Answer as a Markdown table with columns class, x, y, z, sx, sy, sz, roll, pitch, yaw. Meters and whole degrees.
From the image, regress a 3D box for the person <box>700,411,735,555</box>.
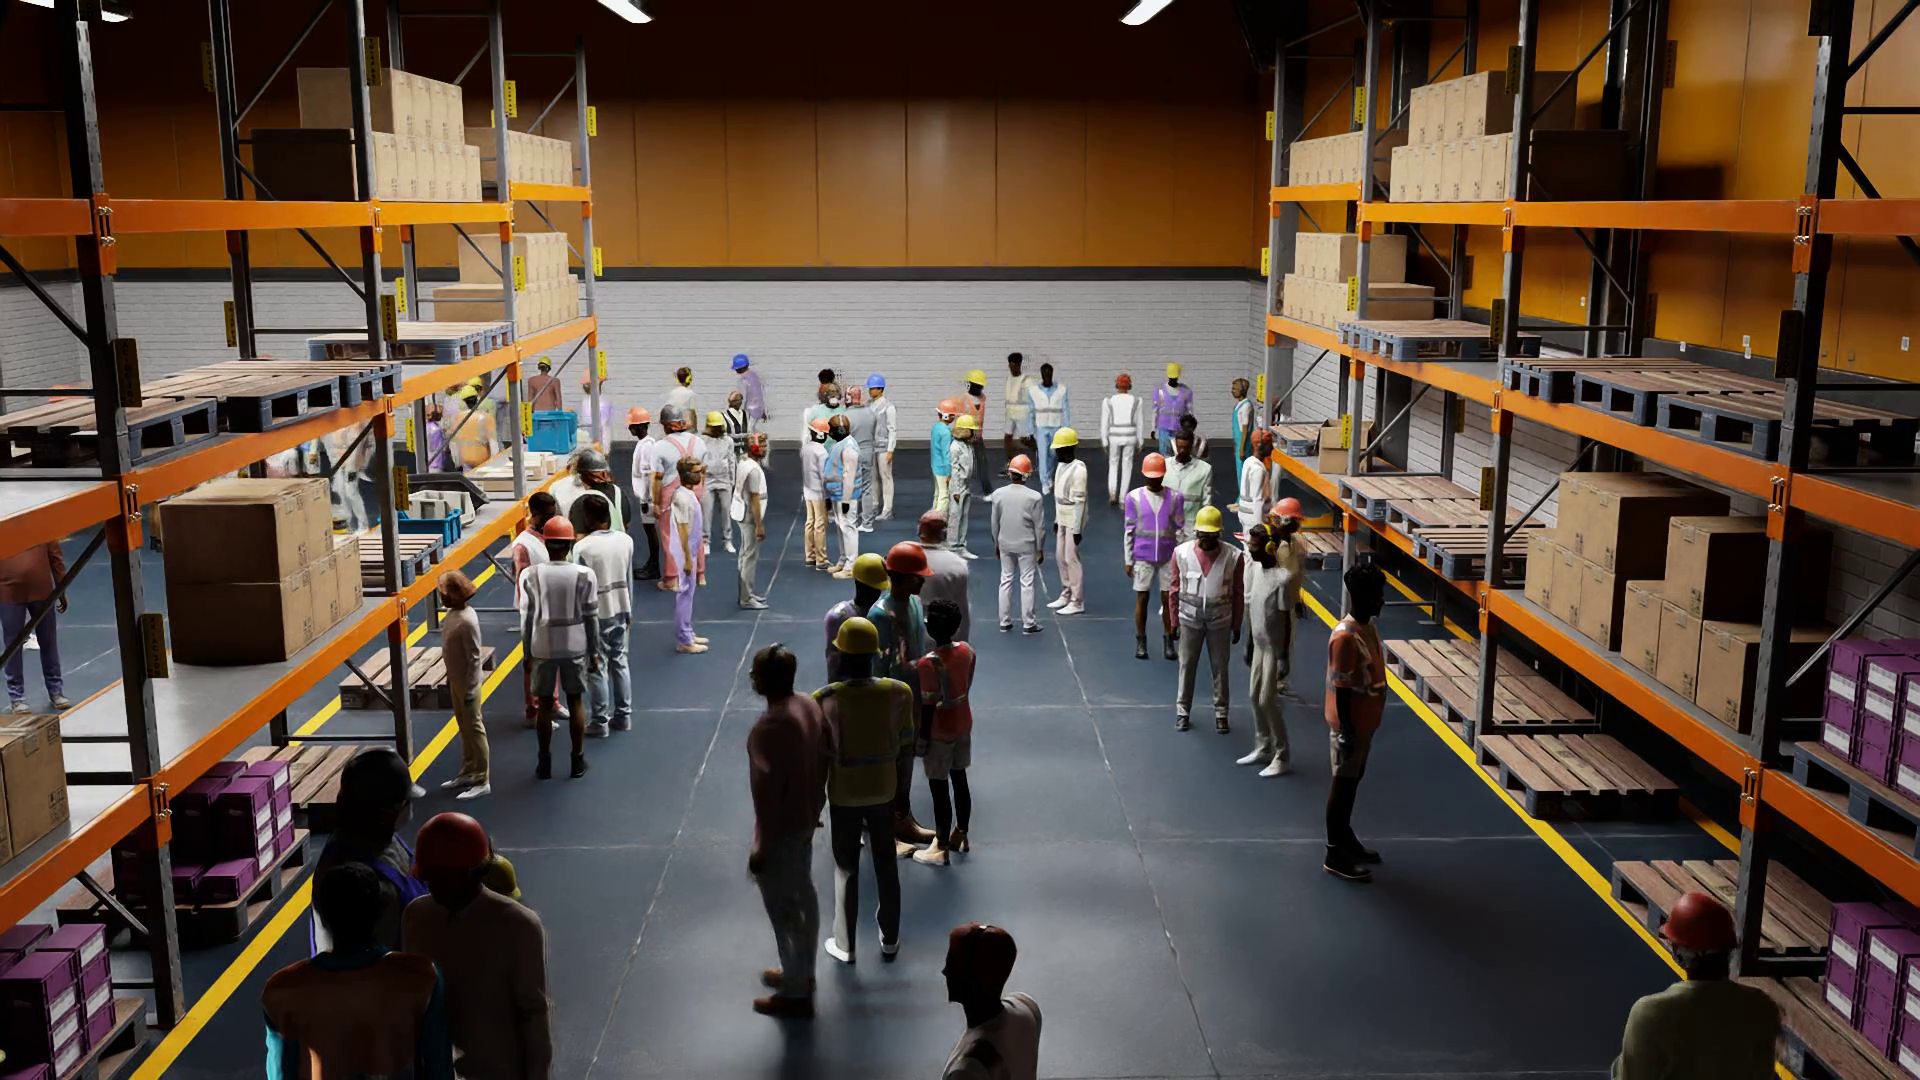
| class | x | y | z | sx | sy | sz | roll | pitch | yaw |
| --- | --- | --- | --- | --- | --- | --- | --- | --- | --- |
| person | -2.912 | -0.681 | 19.838 | 0.484 | 1.733 | 0.355 | -5 | 12 | -24 |

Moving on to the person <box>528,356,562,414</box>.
| class | x | y | z | sx | sy | sz | roll | pitch | yaw |
| --- | --- | --- | --- | --- | --- | --- | --- | --- | --- |
| person | -6.672 | -2.079 | 26.782 | 0.532 | 1.755 | 0.342 | -1 | 11 | -4 |

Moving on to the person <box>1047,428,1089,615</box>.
| class | x | y | z | sx | sy | sz | roll | pitch | yaw |
| --- | --- | --- | --- | --- | --- | --- | --- | --- | --- |
| person | 1.102 | -0.195 | 16.927 | 0.404 | 1.916 | 0.595 | -3 | 12 | -15 |

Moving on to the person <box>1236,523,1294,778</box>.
| class | x | y | z | sx | sy | sz | roll | pitch | yaw |
| --- | --- | --- | --- | --- | --- | --- | --- | --- | --- |
| person | 2.249 | 0.795 | 12.127 | 0.343 | 1.854 | 0.541 | -4 | 12 | -18 |

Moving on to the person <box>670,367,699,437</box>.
| class | x | y | z | sx | sy | sz | roll | pitch | yaw |
| --- | --- | --- | --- | --- | --- | --- | --- | --- | --- |
| person | -3.925 | -1.566 | 23.948 | 0.559 | 1.856 | 0.389 | 8 | 14 | 34 |

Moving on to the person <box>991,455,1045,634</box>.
| class | x | y | z | sx | sy | sz | roll | pitch | yaw |
| --- | --- | --- | --- | --- | --- | --- | --- | --- | --- |
| person | 0.577 | 0.041 | 16.146 | 0.565 | 1.751 | 0.330 | 6 | 13 | 26 |

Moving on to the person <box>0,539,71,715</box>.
| class | x | y | z | sx | sy | sz | roll | pitch | yaw |
| --- | --- | --- | --- | --- | --- | --- | --- | --- | --- |
| person | -7.613 | 0.444 | 13.553 | 0.614 | 1.987 | 0.408 | -10 | 15 | -42 |

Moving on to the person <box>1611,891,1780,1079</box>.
| class | x | y | z | sx | sy | sz | roll | pitch | yaw |
| --- | --- | --- | --- | --- | --- | --- | --- | --- | --- |
| person | 2.560 | 2.085 | 5.933 | 0.566 | 1.736 | 0.373 | -4 | 12 | -19 |

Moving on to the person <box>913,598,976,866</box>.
| class | x | y | z | sx | sy | sz | roll | pitch | yaw |
| --- | --- | --- | --- | --- | --- | --- | --- | --- | --- |
| person | -0.101 | 1.198 | 10.483 | 0.318 | 1.700 | 0.535 | 7 | 13 | 31 |

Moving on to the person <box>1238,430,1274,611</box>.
| class | x | y | z | sx | sy | sz | roll | pitch | yaw |
| --- | --- | --- | --- | --- | --- | --- | --- | --- | --- |
| person | 3.031 | -0.198 | 17.055 | 0.345 | 1.878 | 0.578 | 1 | 11 | 3 |

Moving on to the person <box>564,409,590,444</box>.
| class | x | y | z | sx | sy | sz | roll | pitch | yaw |
| --- | --- | --- | --- | --- | --- | --- | --- | --- | --- |
| person | -4.869 | -0.830 | 20.840 | 0.512 | 1.630 | 0.287 | -6 | 13 | -27 |

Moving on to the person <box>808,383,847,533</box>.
| class | x | y | z | sx | sy | sz | roll | pitch | yaw |
| --- | --- | --- | --- | --- | --- | --- | --- | --- | --- |
| person | -1.615 | -1.040 | 21.138 | 0.631 | 1.932 | 0.372 | -2 | 12 | -11 |

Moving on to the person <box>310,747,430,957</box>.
| class | x | y | z | sx | sy | sz | roll | pitch | yaw |
| --- | --- | --- | --- | --- | --- | --- | --- | --- | --- |
| person | -2.284 | 1.792 | 6.646 | 0.535 | 2.000 | 0.683 | -2 | 12 | -12 |

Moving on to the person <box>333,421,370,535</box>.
| class | x | y | z | sx | sy | sz | roll | pitch | yaw |
| --- | --- | --- | --- | --- | --- | --- | --- | --- | --- |
| person | -7.676 | -0.979 | 20.853 | 0.370 | 1.925 | 0.607 | -10 | 15 | -42 |

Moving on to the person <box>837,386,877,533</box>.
| class | x | y | z | sx | sy | sz | roll | pitch | yaw |
| --- | --- | --- | --- | --- | --- | --- | --- | --- | --- |
| person | -1.336 | -1.005 | 21.047 | 0.402 | 1.899 | 0.636 | 11 | 16 | 43 |

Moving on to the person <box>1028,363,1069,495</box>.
| class | x | y | z | sx | sy | sz | roll | pitch | yaw |
| --- | --- | --- | --- | --- | --- | --- | --- | --- | --- |
| person | 1.279 | -1.658 | 24.333 | 0.589 | 1.889 | 0.921 | -1 | 11 | -7 |

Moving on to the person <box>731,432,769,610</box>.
| class | x | y | z | sx | sy | sz | roll | pitch | yaw |
| --- | --- | --- | --- | --- | --- | --- | --- | --- | --- |
| person | -2.160 | -0.199 | 17.170 | 0.407 | 1.834 | 0.563 | -2 | 12 | -12 |

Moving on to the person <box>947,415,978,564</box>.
| class | x | y | z | sx | sy | sz | roll | pitch | yaw |
| --- | --- | --- | --- | --- | --- | --- | --- | --- | --- |
| person | 0.041 | -0.595 | 19.396 | 0.320 | 1.737 | 0.483 | 4 | 12 | 21 |

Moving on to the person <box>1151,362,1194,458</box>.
| class | x | y | z | sx | sy | sz | roll | pitch | yaw |
| --- | --- | --- | --- | --- | --- | --- | --- | --- | --- |
| person | 3.105 | -1.650 | 24.256 | 0.615 | 1.906 | 0.451 | 0 | 11 | -2 |

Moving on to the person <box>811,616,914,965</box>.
| class | x | y | z | sx | sy | sz | roll | pitch | yaw |
| --- | --- | --- | --- | --- | --- | --- | --- | --- | --- |
| person | -0.550 | 1.362 | 9.086 | 0.601 | 1.926 | 0.377 | -4 | 12 | -20 |

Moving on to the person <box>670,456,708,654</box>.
| class | x | y | z | sx | sy | sz | roll | pitch | yaw |
| --- | --- | --- | --- | --- | --- | --- | --- | --- | --- |
| person | -2.528 | 0.130 | 15.472 | 0.325 | 1.843 | 0.517 | -1 | 11 | -5 |

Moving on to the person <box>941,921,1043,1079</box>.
| class | x | y | z | sx | sy | sz | roll | pitch | yaw |
| --- | --- | --- | --- | --- | --- | --- | --- | --- | --- |
| person | 0.077 | 2.126 | 5.371 | 0.354 | 1.883 | 0.573 | 4 | 12 | 20 |

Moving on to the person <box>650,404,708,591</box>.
| class | x | y | z | sx | sy | sz | roll | pitch | yaw |
| --- | --- | --- | --- | --- | --- | --- | --- | --- | --- |
| person | -3.089 | -0.483 | 18.052 | 0.685 | 2.000 | 0.535 | -10 | 15 | -42 |

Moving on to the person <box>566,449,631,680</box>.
| class | x | y | z | sx | sy | sz | roll | pitch | yaw |
| --- | --- | --- | --- | --- | --- | --- | --- | --- | --- |
| person | -3.208 | 0.206 | 14.597 | 0.536 | 2.000 | 0.684 | 5 | 12 | 23 |

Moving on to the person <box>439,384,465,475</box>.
| class | x | y | z | sx | sy | sz | roll | pitch | yaw |
| --- | --- | --- | --- | --- | --- | --- | --- | --- | --- |
| person | -7.466 | -1.572 | 24.562 | 0.540 | 1.621 | 0.435 | 8 | 14 | 33 |

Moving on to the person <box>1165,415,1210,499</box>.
| class | x | y | z | sx | sy | sz | roll | pitch | yaw |
| --- | --- | --- | --- | --- | --- | --- | --- | --- | --- |
| person | 2.742 | -0.702 | 20.148 | 0.546 | 1.632 | 0.880 | 3 | 12 | 13 |

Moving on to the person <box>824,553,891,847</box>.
| class | x | y | z | sx | sy | sz | roll | pitch | yaw |
| --- | --- | --- | --- | --- | --- | --- | --- | --- | --- |
| person | -0.615 | 1.020 | 10.827 | 0.385 | 1.919 | 0.584 | 10 | 15 | 42 |

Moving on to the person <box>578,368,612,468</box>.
| class | x | y | z | sx | sy | sz | roll | pitch | yaw |
| --- | --- | --- | --- | --- | --- | --- | --- | --- | --- |
| person | -4.814 | -1.251 | 21.918 | 0.413 | 2.032 | 0.631 | -10 | 15 | -40 |

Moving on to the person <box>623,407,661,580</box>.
| class | x | y | z | sx | sy | sz | roll | pitch | yaw |
| --- | --- | --- | --- | --- | --- | --- | --- | --- | --- |
| person | -3.526 | -0.520 | 18.525 | 0.389 | 1.929 | 0.546 | -3 | 12 | -13 |

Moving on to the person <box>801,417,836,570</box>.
| class | x | y | z | sx | sy | sz | roll | pitch | yaw |
| --- | --- | --- | --- | --- | --- | --- | --- | --- | --- |
| person | -1.605 | -0.533 | 19.042 | 0.335 | 1.746 | 0.562 | -7 | 13 | -30 |

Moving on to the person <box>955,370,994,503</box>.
| class | x | y | z | sx | sy | sz | roll | pitch | yaw |
| --- | --- | --- | --- | --- | --- | --- | --- | --- | --- |
| person | 0.210 | -1.427 | 23.217 | 0.592 | 1.872 | 0.887 | -10 | 15 | -41 |

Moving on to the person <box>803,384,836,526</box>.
| class | x | y | z | sx | sy | sz | roll | pitch | yaw |
| --- | --- | --- | --- | --- | --- | --- | --- | --- | --- |
| person | -1.715 | -1.120 | 21.787 | 0.603 | 1.822 | 0.989 | -6 | 13 | -28 |
